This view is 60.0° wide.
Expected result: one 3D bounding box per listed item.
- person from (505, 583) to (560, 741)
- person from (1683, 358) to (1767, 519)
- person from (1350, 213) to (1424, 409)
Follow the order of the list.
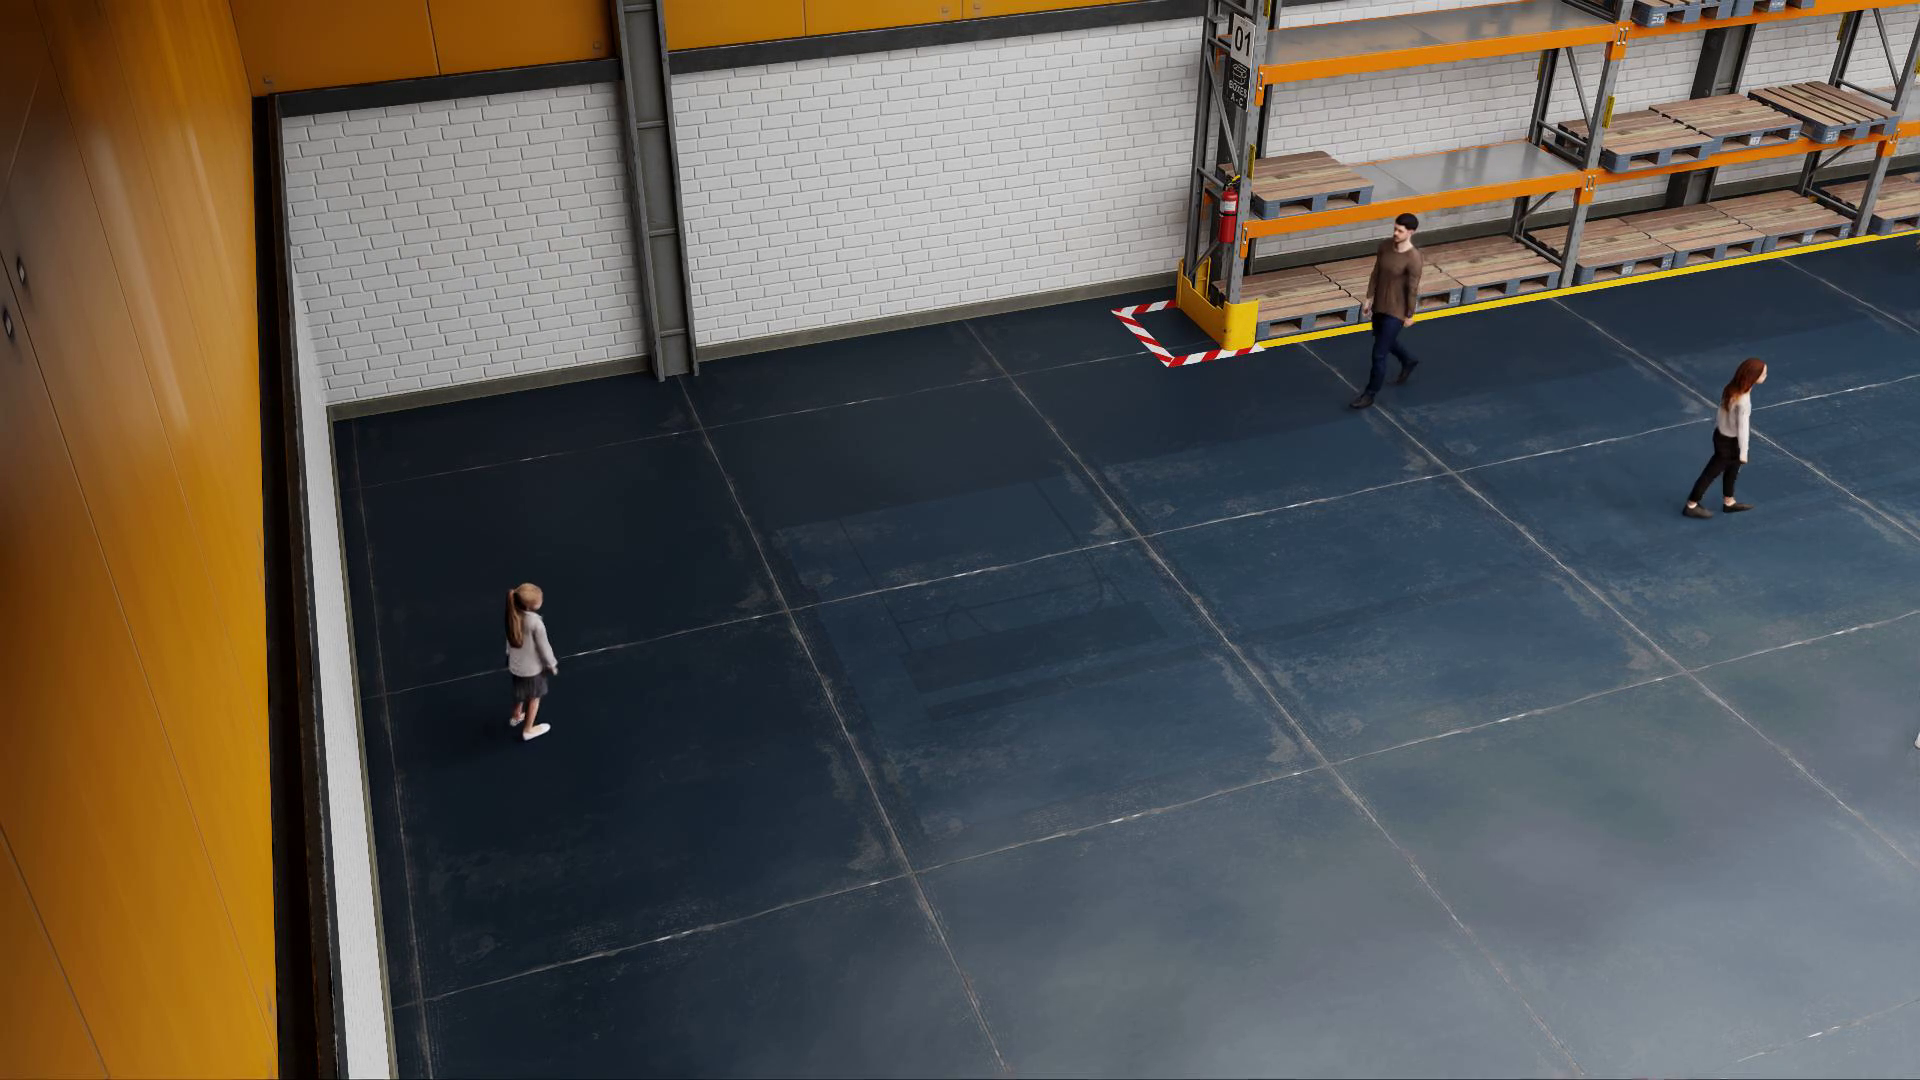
[{"bbox_3d":[-2.962,0.833,11.269,0.651,1.250,0.676,15,37,22],"label":"person"},{"bbox_3d":[6.180,-0.818,13.557,0.885,1.467,0.779,6,34,9],"label":"person"},{"bbox_3d":[3.980,-2.121,15.166,1.171,1.857,0.772,-18,38,-25],"label":"person"}]
